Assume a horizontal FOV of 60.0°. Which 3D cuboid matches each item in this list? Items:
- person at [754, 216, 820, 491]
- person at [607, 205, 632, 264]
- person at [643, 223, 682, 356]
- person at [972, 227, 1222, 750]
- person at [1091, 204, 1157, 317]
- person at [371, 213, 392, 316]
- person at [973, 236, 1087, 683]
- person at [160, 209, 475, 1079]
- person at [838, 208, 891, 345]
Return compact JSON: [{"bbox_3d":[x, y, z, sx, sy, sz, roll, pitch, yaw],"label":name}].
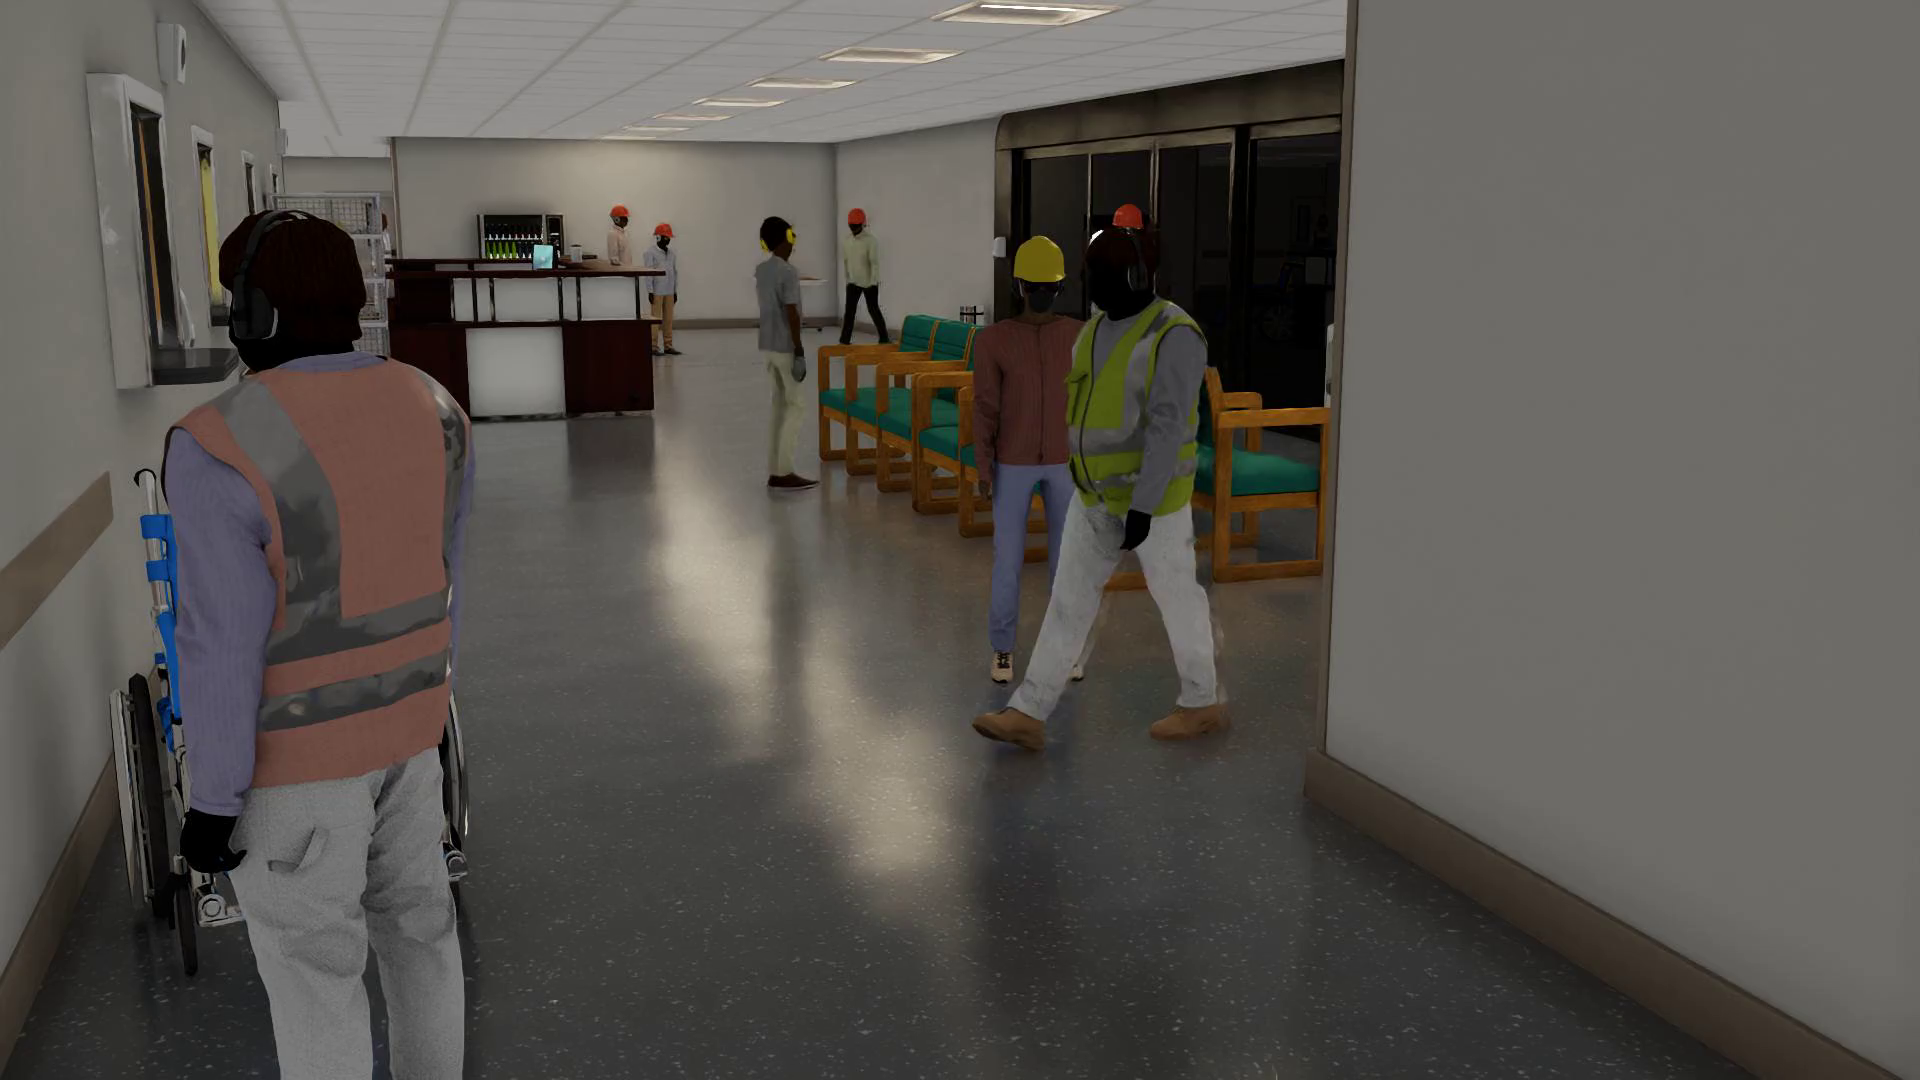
[{"bbox_3d":[-1.194,-1.255,11.243,0.336,1.834,0.631,-8,13,-34],"label":"person"},{"bbox_3d":[-5.000,-3.934,24.550,0.382,1.995,0.612,0,11,2],"label":"person"},{"bbox_3d":[-3.908,-3.297,21.927,0.352,1.743,0.564,7,13,33],"label":"person"},{"bbox_3d":[0.527,-0.152,5.661,0.960,1.790,0.622,-8,13,-34],"label":"person"},{"bbox_3d":[1.317,-1.703,13.287,0.546,1.929,0.393,-3,12,-16],"label":"person"},{"bbox_3d":[-10.509,-4.990,30.261,0.354,1.880,0.576,1,11,6],"label":"person"},{"bbox_3d":[0.308,-0.301,6.526,0.518,1.757,0.336,-2,11,-10],"label":"person"},{"bbox_3d":[-1.122,0.357,2.930,0.429,1.844,0.626,4,12,21],"label":"person"},{"bbox_3d":[-1.302,-3.437,22.168,0.660,1.933,1.054,7,13,31],"label":"person"}]
